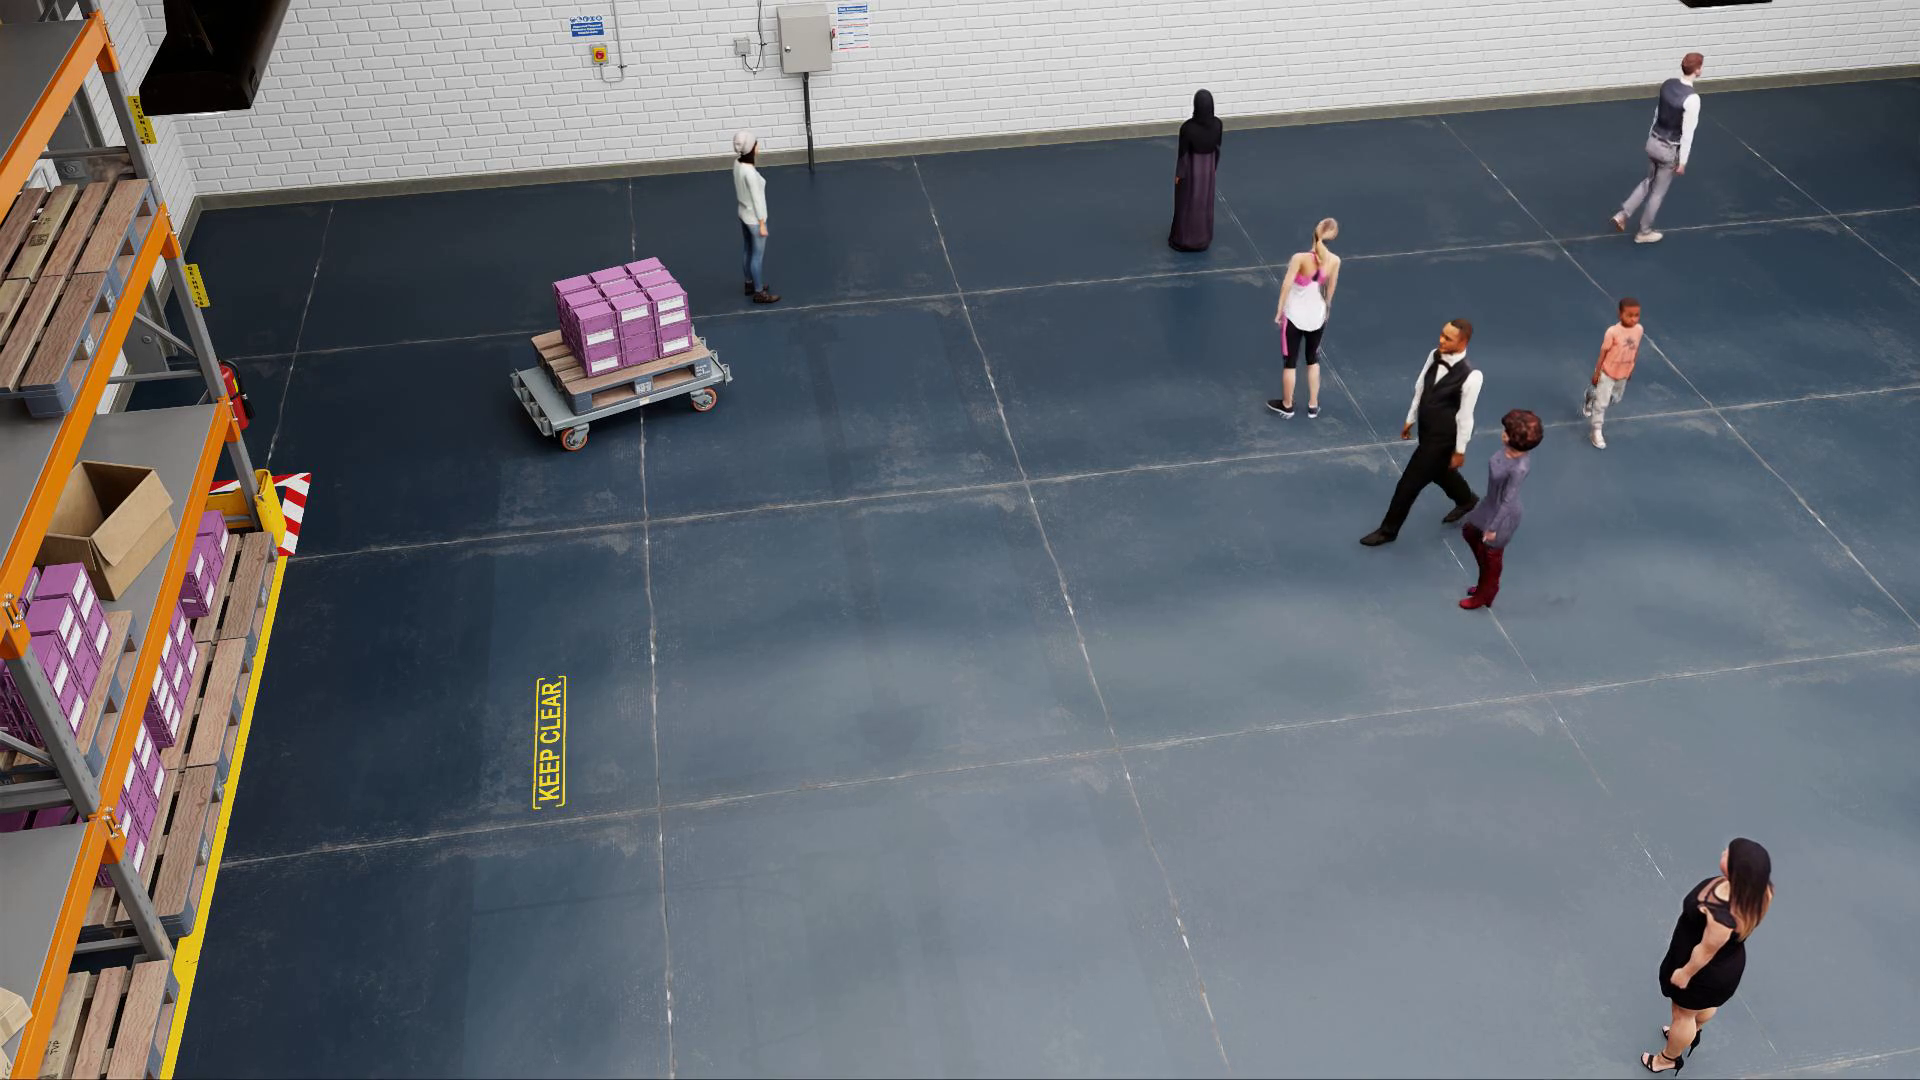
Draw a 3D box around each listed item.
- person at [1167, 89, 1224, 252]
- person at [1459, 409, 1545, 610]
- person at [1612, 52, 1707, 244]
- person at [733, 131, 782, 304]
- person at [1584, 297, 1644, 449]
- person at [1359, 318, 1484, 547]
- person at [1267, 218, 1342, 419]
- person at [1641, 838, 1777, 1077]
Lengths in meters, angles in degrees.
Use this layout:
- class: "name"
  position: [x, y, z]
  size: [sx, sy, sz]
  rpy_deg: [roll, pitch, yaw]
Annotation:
- class: "person"
  position: [2.247, -3.518, 15.800]
  size: [0.620, 1.615, 0.618]
  rpy_deg: [-11, 40, -13]
- class: "person"
  position: [3.822, -0.180, 11.552]
  size: [0.737, 1.700, 0.596]
  rpy_deg: [4, 39, 4]
- class: "person"
  position: [6.617, -3.704, 15.786]
  size: [0.781, 1.924, 0.767]
  rpy_deg: [-11, 40, -14]
- class: "person"
  position: [-1.880, -2.931, 15.043]
  size: [0.684, 1.643, 0.530]
  rpy_deg: [-17, 42, -20]
- class: "person"
  position: [5.236, -1.404, 13.408]
  size: [0.501, 1.297, 0.761]
  rpy_deg: [-4, 39, -5]
- class: "person"
  position: [3.583, -0.789, 12.174]
  size: [0.896, 1.876, 1.258]
  rpy_deg: [-11, 40, -14]
- class: "person"
  position: [2.776, -1.782, 13.500]
  size: [0.665, 1.773, 0.613]
  rpy_deg: [-18, 42, -21]
- class: "person"
  position: [3.875, 2.169, 8.596]
  size: [0.757, 1.718, 0.776]
  rpy_deg: [-29, 47, -31]
